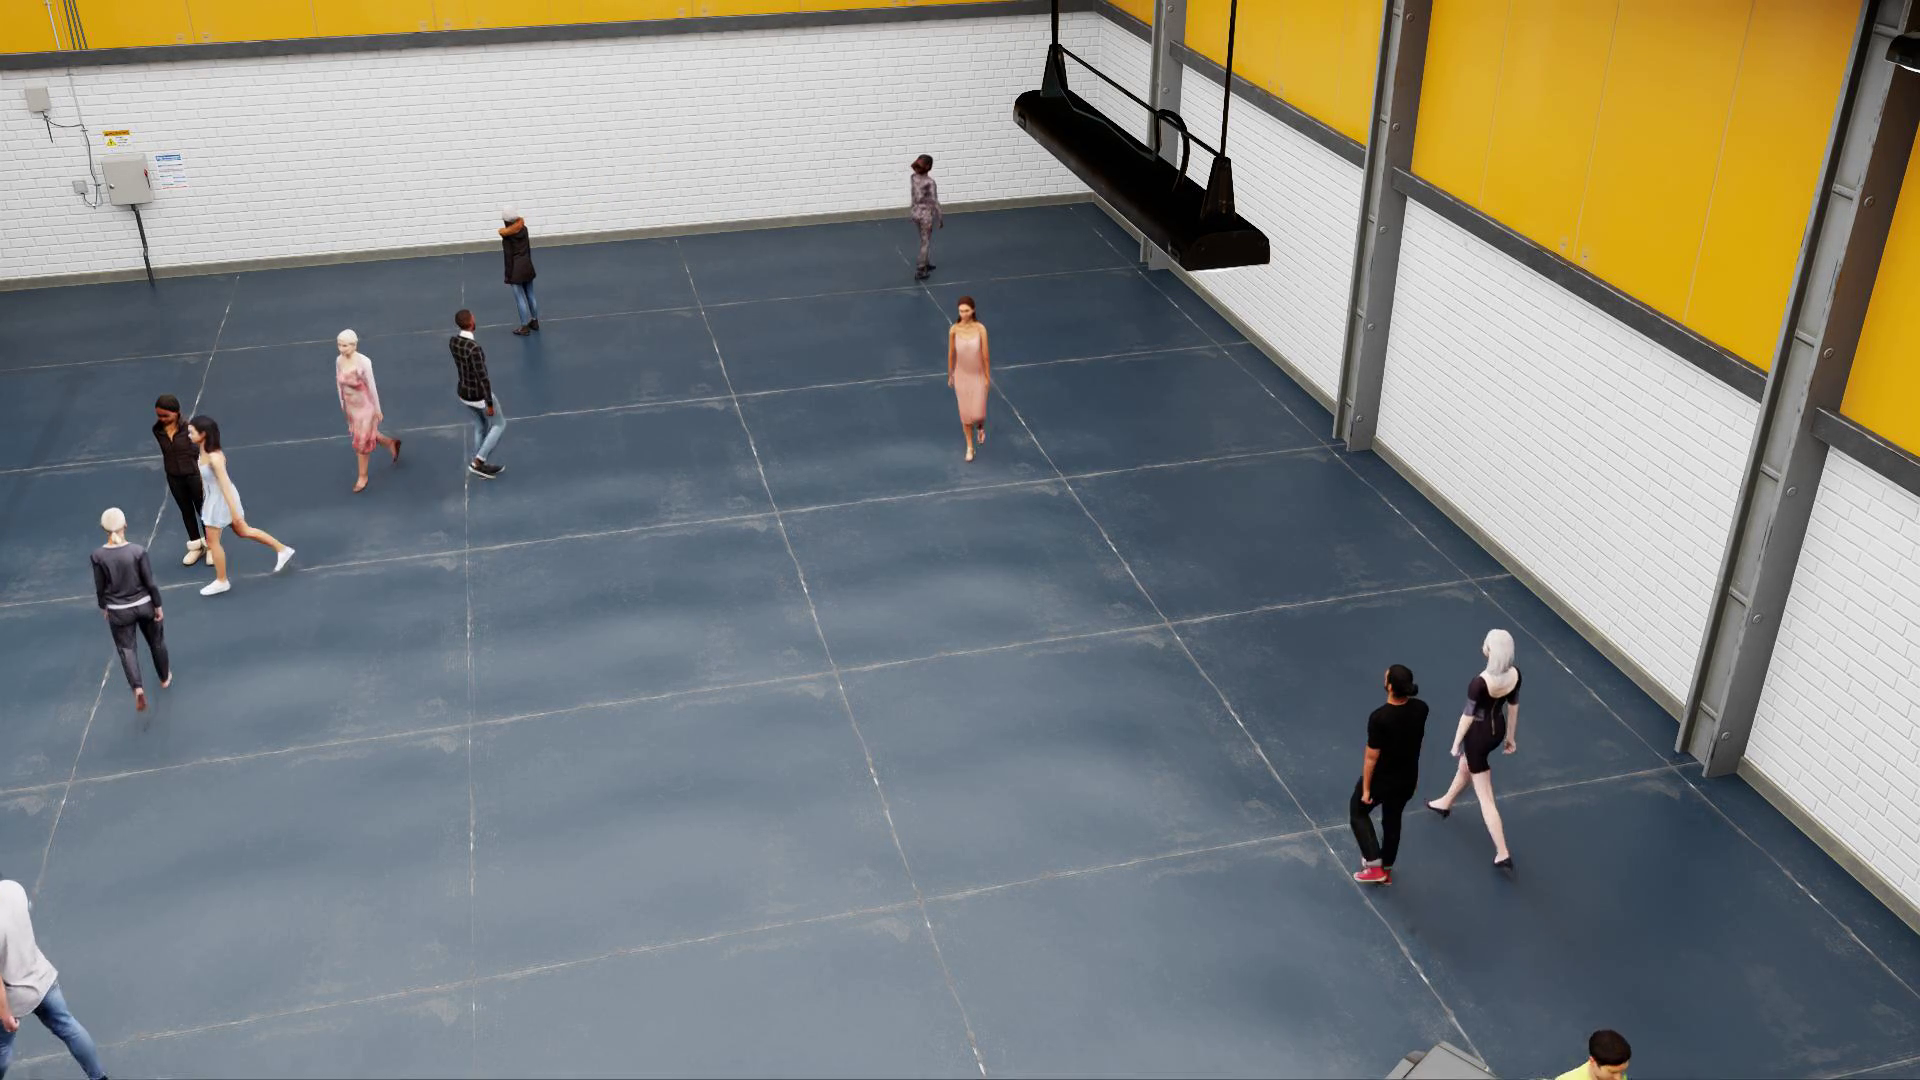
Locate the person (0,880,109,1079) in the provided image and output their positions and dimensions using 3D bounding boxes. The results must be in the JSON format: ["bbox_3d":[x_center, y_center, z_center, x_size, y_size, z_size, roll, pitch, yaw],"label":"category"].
[{"bbox_3d":[-5.296,2.548,9.510,1.030,1.841,1.210,3,29,5],"label":"person"}]

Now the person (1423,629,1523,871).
[{"bbox_3d":[3.689,1.474,11.540,0.780,1.783,1.235,-14,31,-23],"label":"person"}]

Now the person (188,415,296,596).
[{"bbox_3d":[-6.536,-0.348,14.972,0.853,1.695,1.098,-17,33,-28],"label":"person"}]

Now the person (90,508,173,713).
[{"bbox_3d":[-6.628,0.562,13.289,0.709,1.708,0.973,-12,31,-20],"label":"person"}]

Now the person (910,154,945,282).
[{"bbox_3d":[-0.540,-4.285,22.176,0.784,1.706,0.830,25,37,38],"label":"person"}]

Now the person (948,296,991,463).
[{"bbox_3d":[0.133,-1.718,17.356,0.762,1.816,0.845,5,29,9],"label":"person"}]

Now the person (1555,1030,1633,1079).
[{"bbox_3d":[3.136,3.109,8.634,0.775,1.695,0.829,-19,34,-31],"label":"person"}]

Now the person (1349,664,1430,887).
[{"bbox_3d":[2.956,1.650,11.252,0.666,1.749,0.674,-11,30,-19],"label":"person"}]

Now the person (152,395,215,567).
[{"bbox_3d":[-7.192,-0.601,15.470,0.687,1.661,0.621,-7,29,-13],"label":"person"}]

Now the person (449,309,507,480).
[{"bbox_3d":[-4.979,-1.428,16.842,0.843,1.799,0.910,23,36,36],"label":"person"}]

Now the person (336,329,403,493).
[{"bbox_3d":[-6.020,-1.365,16.866,0.971,1.666,1.106,11,31,20],"label":"person"}]

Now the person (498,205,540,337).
[{"bbox_3d":[-5.433,-3.340,20.516,0.803,1.636,0.740,15,32,25],"label":"person"}]
